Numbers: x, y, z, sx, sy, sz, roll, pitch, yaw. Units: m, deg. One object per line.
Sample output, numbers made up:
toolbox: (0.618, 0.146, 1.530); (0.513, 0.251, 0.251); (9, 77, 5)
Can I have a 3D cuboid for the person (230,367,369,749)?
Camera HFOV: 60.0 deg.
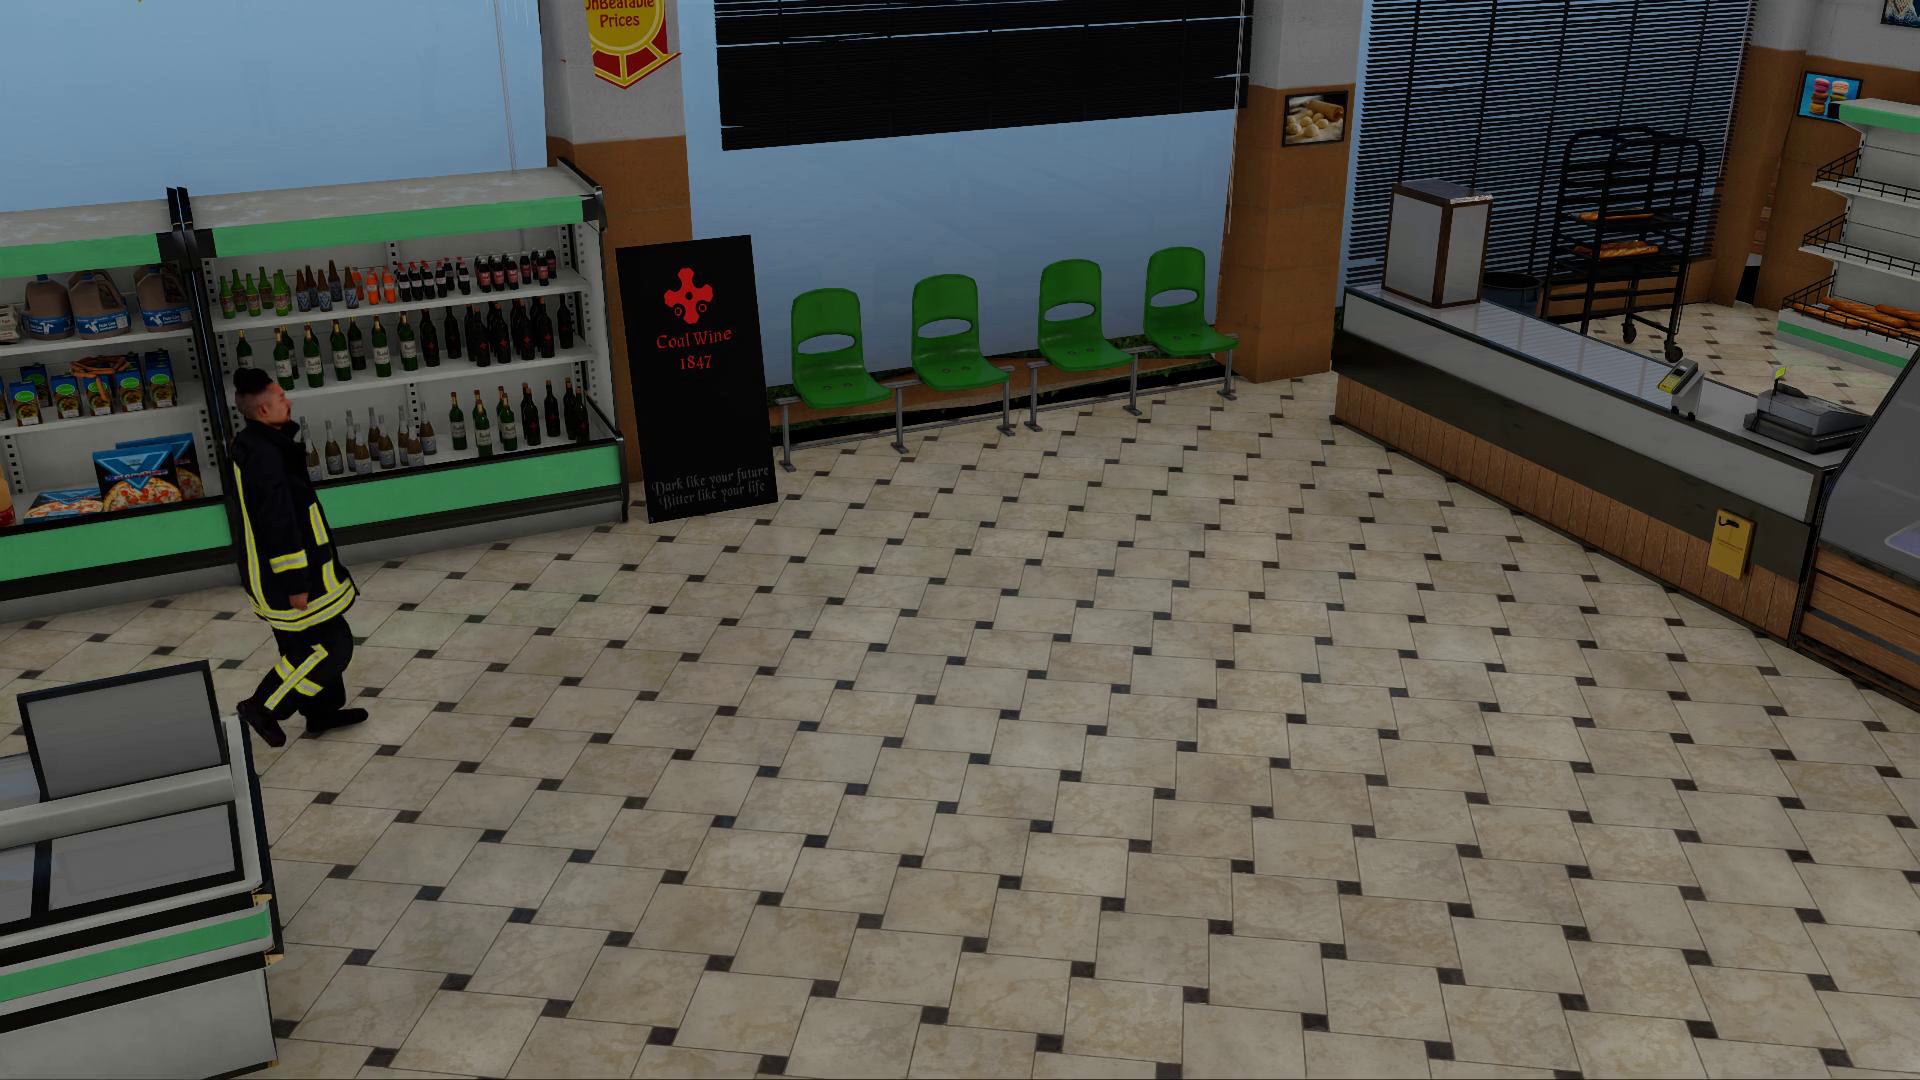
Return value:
person: (-3.131, 0.111, 7.570); (0.842, 1.845, 0.773); (-12, 26, -26)
